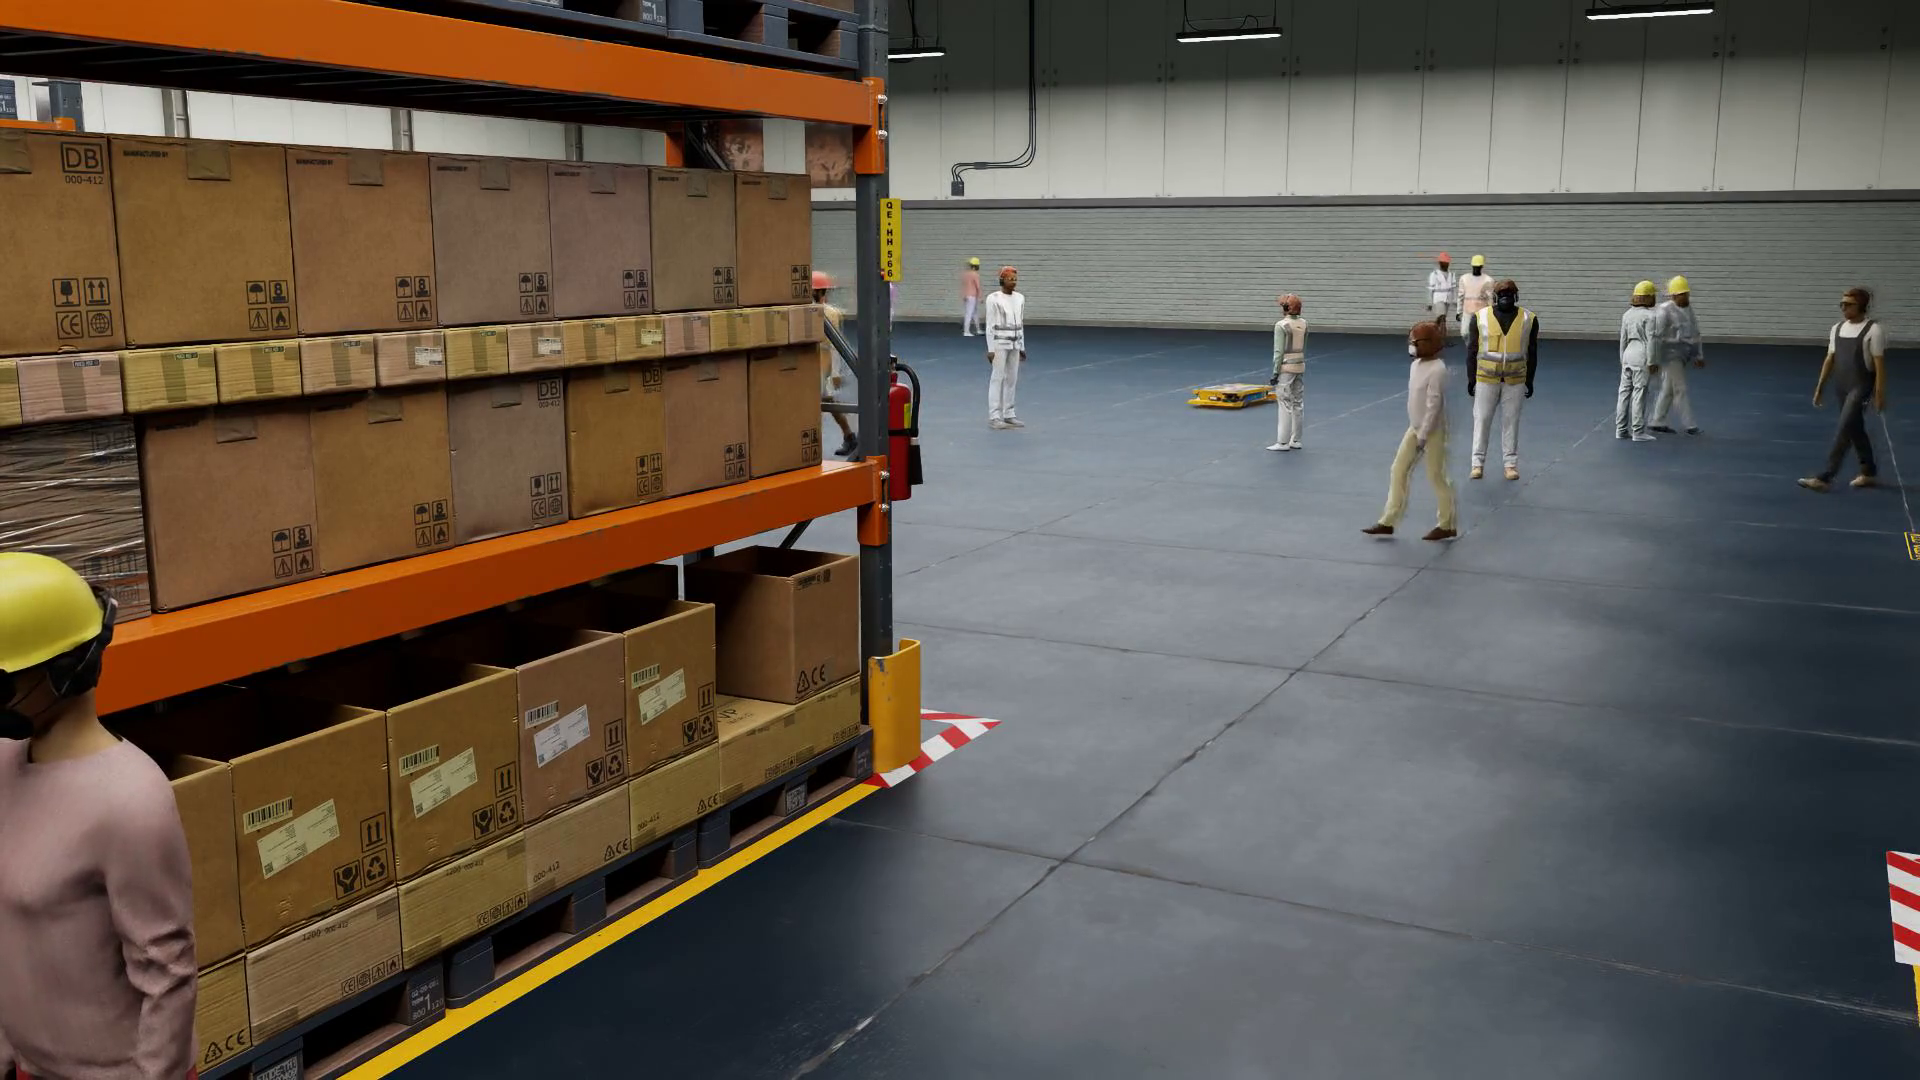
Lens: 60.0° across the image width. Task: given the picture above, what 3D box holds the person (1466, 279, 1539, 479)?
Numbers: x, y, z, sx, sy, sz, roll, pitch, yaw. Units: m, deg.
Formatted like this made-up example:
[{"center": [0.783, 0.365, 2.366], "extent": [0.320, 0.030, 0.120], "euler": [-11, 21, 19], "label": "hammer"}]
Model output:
[{"center": [4.992, -1.478, 15.345], "extent": [0.625, 1.846, 0.429], "euler": [2, 11, 12], "label": "person"}]

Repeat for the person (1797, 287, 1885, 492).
[{"center": [7.825, -1.320, 14.641], "extent": [0.981, 1.793, 0.538], "euler": [-3, 11, -17], "label": "person"}]

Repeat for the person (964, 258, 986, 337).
[{"center": [0.388, -5.382, 36.889], "extent": [0.784, 1.733, 0.553], "euler": [-6, 12, -28], "label": "person"}]

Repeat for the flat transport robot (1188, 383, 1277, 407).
[{"center": [3.639, -1.930, 22.095], "extent": [0.652, 0.197, 1.431], "euler": [7, 12, 34], "label": "flat transport robot"}]

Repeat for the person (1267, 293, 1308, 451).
[{"center": [3.431, -1.743, 17.340], "extent": [0.515, 1.641, 0.308], "euler": [-10, 14, -44], "label": "person"}]

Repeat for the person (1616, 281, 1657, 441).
[{"center": [7.457, -1.964, 18.262], "extent": [0.308, 1.744, 0.485], "euler": [-4, 11, -18], "label": "person"}]

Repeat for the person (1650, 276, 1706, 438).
[{"center": [8.056, -2.027, 18.509], "extent": [0.575, 1.776, 0.776], "euler": [-8, 13, -38], "label": "person"}]

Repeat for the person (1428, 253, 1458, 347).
[{"center": [9.746, -4.843, 33.602], "extent": [0.549, 1.890, 1.029], "euler": [-4, 11, -20], "label": "person"}]

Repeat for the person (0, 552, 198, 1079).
[{"center": [-1.439, 0.879, 2.724], "extent": [0.524, 1.760, 0.327], "euler": [8, 13, 36], "label": "person"}]

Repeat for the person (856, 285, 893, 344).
[{"center": [-1.252, -3.147, 24.235], "extent": [0.573, 1.918, 0.439], "euler": [-5, 11, -24], "label": "person"}]

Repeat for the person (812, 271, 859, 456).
[{"center": [-1.403, -1.752, 16.735], "extent": [0.995, 1.894, 0.559], "euler": [-6, 12, -28], "label": "person"}]

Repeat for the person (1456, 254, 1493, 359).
[{"center": [8.962, -4.010, 28.957], "extent": [0.614, 1.912, 0.528], "euler": [6, 12, 31], "label": "person"}]

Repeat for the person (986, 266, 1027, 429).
[{"center": [0.540, -2.244, 19.407], "extent": [0.584, 1.882, 0.337], "euler": [-9, 14, -42], "label": "person"}]

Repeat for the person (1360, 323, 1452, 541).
[{"center": [3.302, -0.774, 12.145], "extent": [0.762, 1.600, 0.519], "euler": [-2, 11, -11], "label": "person"}]
